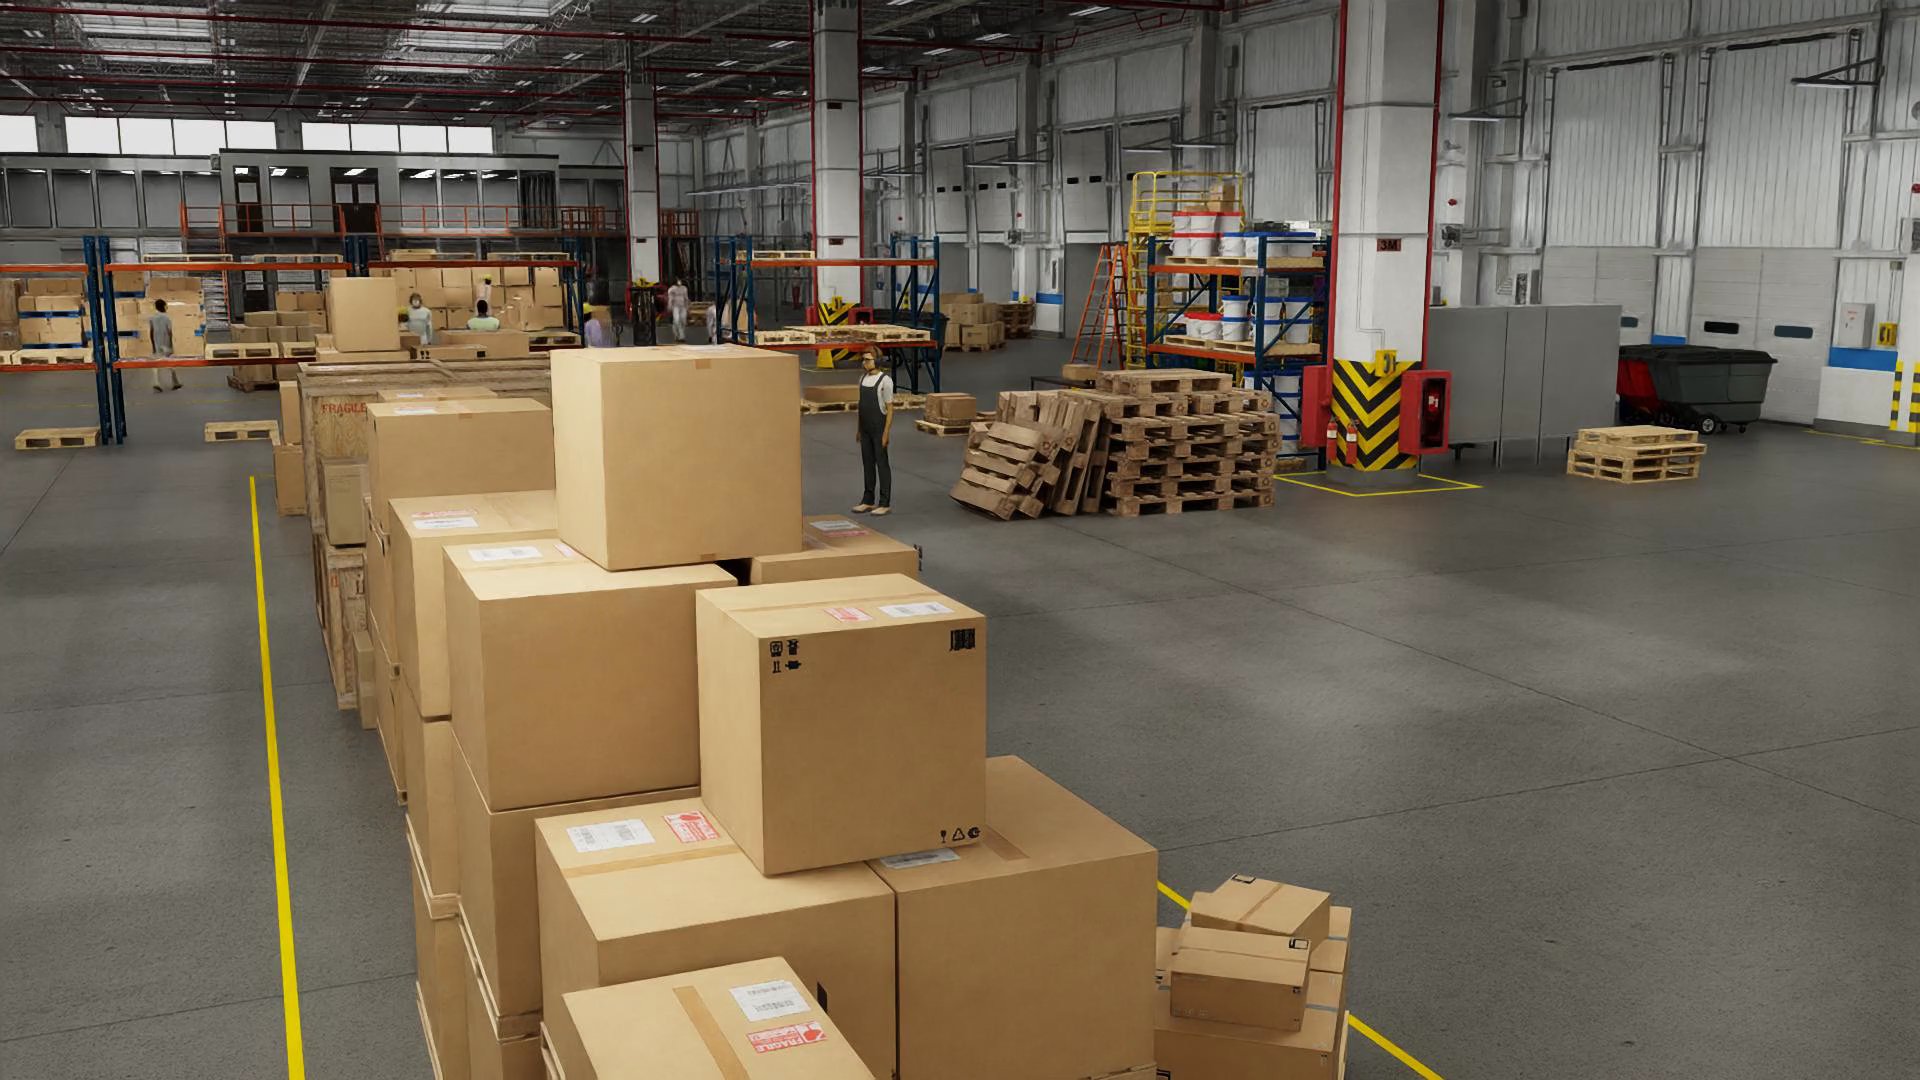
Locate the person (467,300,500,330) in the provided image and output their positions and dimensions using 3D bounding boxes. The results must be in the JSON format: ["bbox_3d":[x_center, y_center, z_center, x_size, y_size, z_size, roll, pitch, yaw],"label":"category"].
[{"bbox_3d":[-8.406,-3.282,29.427,0.590,1.919,0.397,-6,12,-29],"label":"person"}]

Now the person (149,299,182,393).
[{"bbox_3d":[-15.629,-3.800,32.584,0.523,1.815,1.008,0,10,1],"label":"person"}]

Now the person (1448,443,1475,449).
[{"bbox_3d":[7.223,-2.261,23.757,0.551,1.932,0.376,-9,13,-40],"label":"person"}]

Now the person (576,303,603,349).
[{"bbox_3d":[-6.537,-3.285,29.641,1.027,1.857,0.636,4,11,19],"label":"person"}]

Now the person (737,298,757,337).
[{"bbox_3d":[-4.757,-4.543,37.001,0.546,1.685,0.391,3,11,18],"label":"person"}]

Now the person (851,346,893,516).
[{"bbox_3d":[-0.940,-1.182,18.054,0.508,1.846,0.345,10,14,43],"label":"person"}]

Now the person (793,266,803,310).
[{"bbox_3d":[-6.819,-10.618,69.640,0.374,1.997,0.613,-4,11,-21],"label":"person"}]

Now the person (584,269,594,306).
[{"bbox_3d":[-13.620,-9.026,61.193,1.013,1.883,0.568,-5,12,-28],"label":"person"}]

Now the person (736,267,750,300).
[{"bbox_3d":[-9.305,-10.825,71.212,0.623,1.844,0.429,-5,12,-27],"label":"person"}]

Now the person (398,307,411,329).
[{"bbox_3d":[-10.364,-3.501,31.194,0.783,1.714,0.487,-7,12,-32],"label":"person"}]

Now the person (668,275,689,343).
[{"bbox_3d":[-8.110,-6.659,47.982,0.635,1.937,0.354,-8,13,-38],"label":"person"}]

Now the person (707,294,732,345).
[{"bbox_3d":[-5.104,-4.393,35.860,0.638,1.809,0.818,-3,11,-16],"label":"person"}]

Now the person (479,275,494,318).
[{"bbox_3d":[-14.983,-7.406,52.318,0.626,1.868,0.998,8,13,37],"label":"person"}]

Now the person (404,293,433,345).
[{"bbox_3d":[-10.916,-3.998,33.444,0.651,1.891,1.007,-4,11,-22],"label":"person"}]

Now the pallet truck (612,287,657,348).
[{"bbox_3d":[-6.464,-4.406,35.401,0.823,1.965,1.885,6,12,32],"label":"pallet truck"}]
